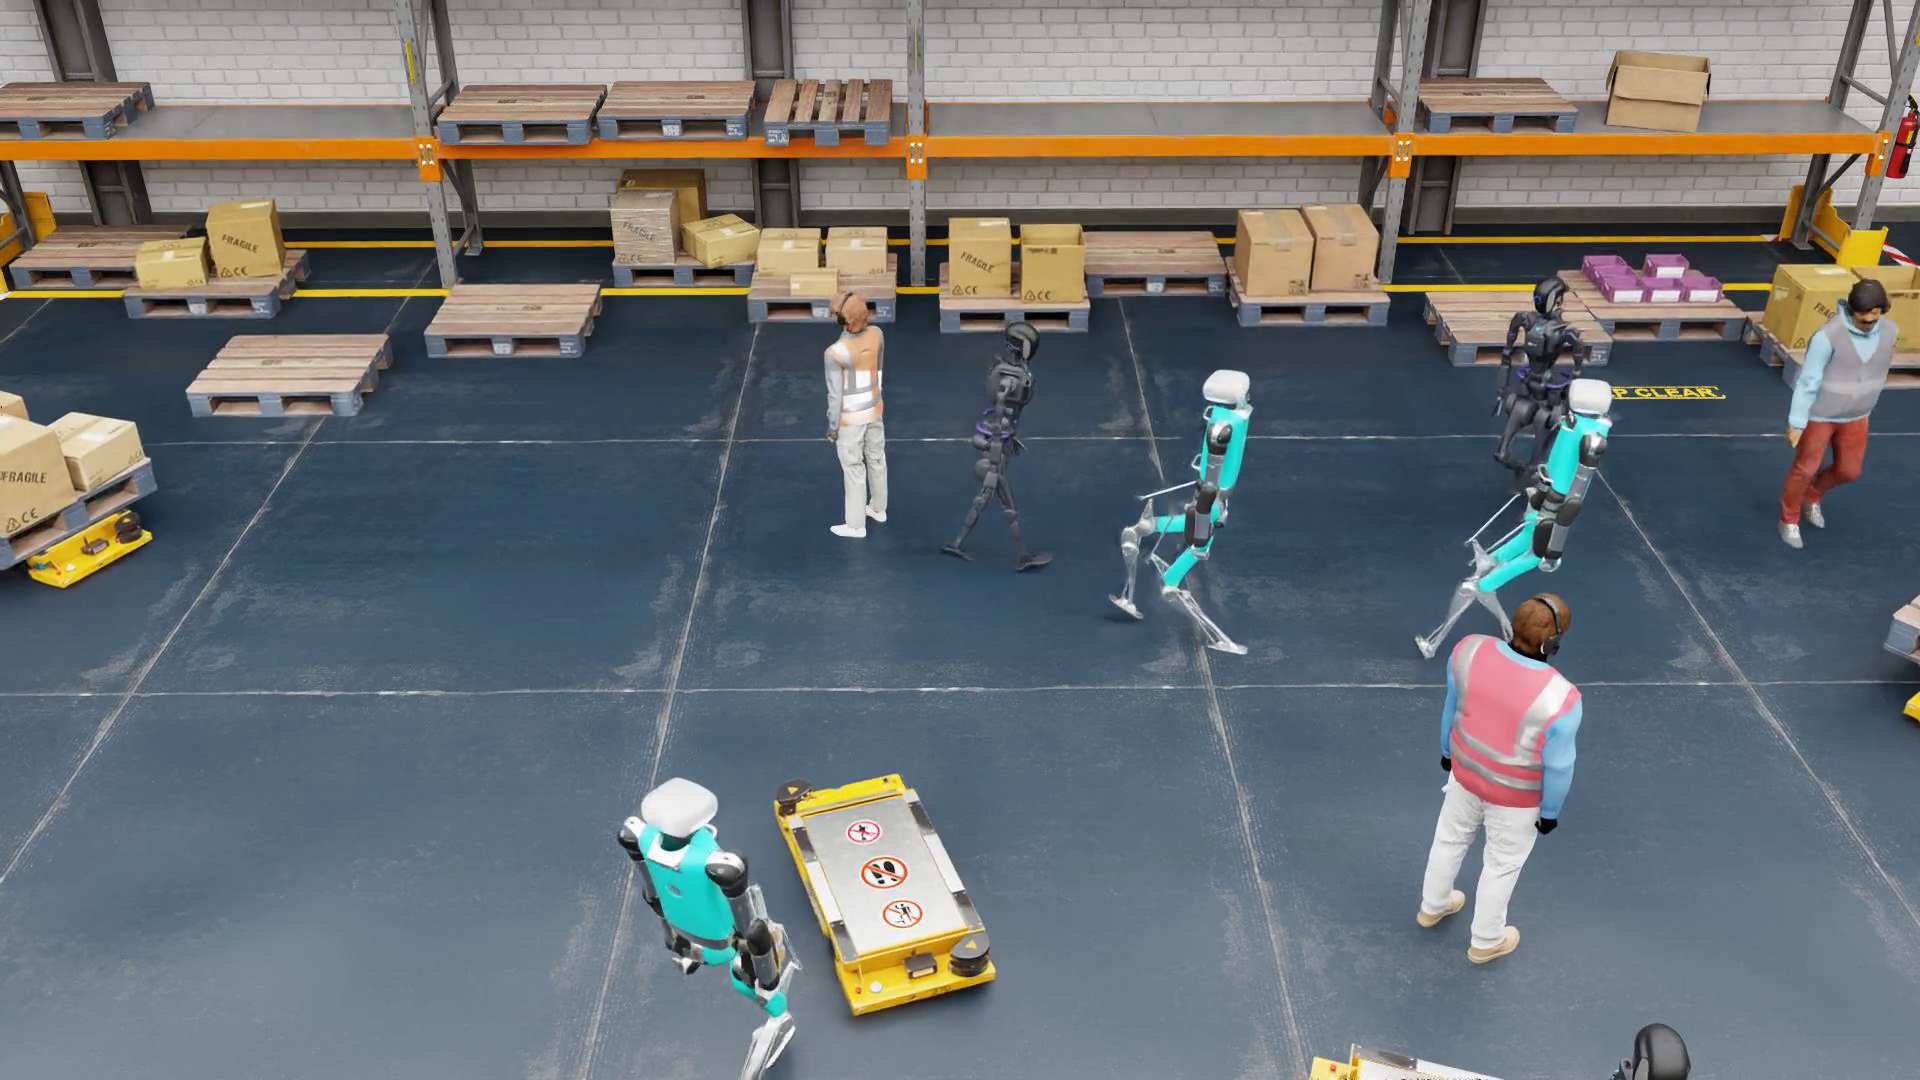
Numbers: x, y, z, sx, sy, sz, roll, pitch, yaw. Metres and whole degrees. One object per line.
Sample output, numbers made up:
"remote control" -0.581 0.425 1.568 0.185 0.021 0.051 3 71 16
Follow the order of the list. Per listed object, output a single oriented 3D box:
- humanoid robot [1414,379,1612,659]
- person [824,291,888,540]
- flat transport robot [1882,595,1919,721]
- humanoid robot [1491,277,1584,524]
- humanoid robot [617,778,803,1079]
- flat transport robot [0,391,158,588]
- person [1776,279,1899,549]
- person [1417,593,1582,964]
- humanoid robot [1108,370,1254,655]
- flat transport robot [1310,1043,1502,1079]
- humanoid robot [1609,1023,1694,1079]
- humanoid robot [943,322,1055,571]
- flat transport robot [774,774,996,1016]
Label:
"humanoid robot" 2.959 -0.058 9.139 0.899 1.819 0.551 4 31 6
"person" -0.648 -0.771 10.360 0.313 1.641 0.514 21 37 31
"flat transport robot" 5.858 0.766 9.136 1.431 0.231 0.659 -23 38 -33
"humanoid robot" 3.682 -0.889 10.525 0.386 1.648 0.609 -24 38 -34
"humanoid robot" -0.830 1.514 6.494 0.550 1.775 0.873 16 34 24
"flat transport robot" -5.902 -0.085 10.552 1.431 0.231 0.659 15 34 23
"person" 5.322 -0.777 10.173 0.583 1.844 0.562 -2 31 -3
"person" 2.345 1.023 7.197 0.431 1.835 0.628 -23 38 -33
"humanoid robot" 1.152 -0.170 9.330 1.022 1.783 0.531 12 33 19
"flat transport robot" 2.044 2.396 6.422 1.431 0.231 0.659 10 32 16
"humanoid robot" 2.110 2.183 5.397 0.599 1.655 0.315 -10 33 -17
"humanoid robot" 0.228 -0.553 10.011 0.732 1.624 0.616 7 32 11
"flat transport robot" -0.384 1.585 7.772 0.659 0.231 1.431 -10 32 -17
